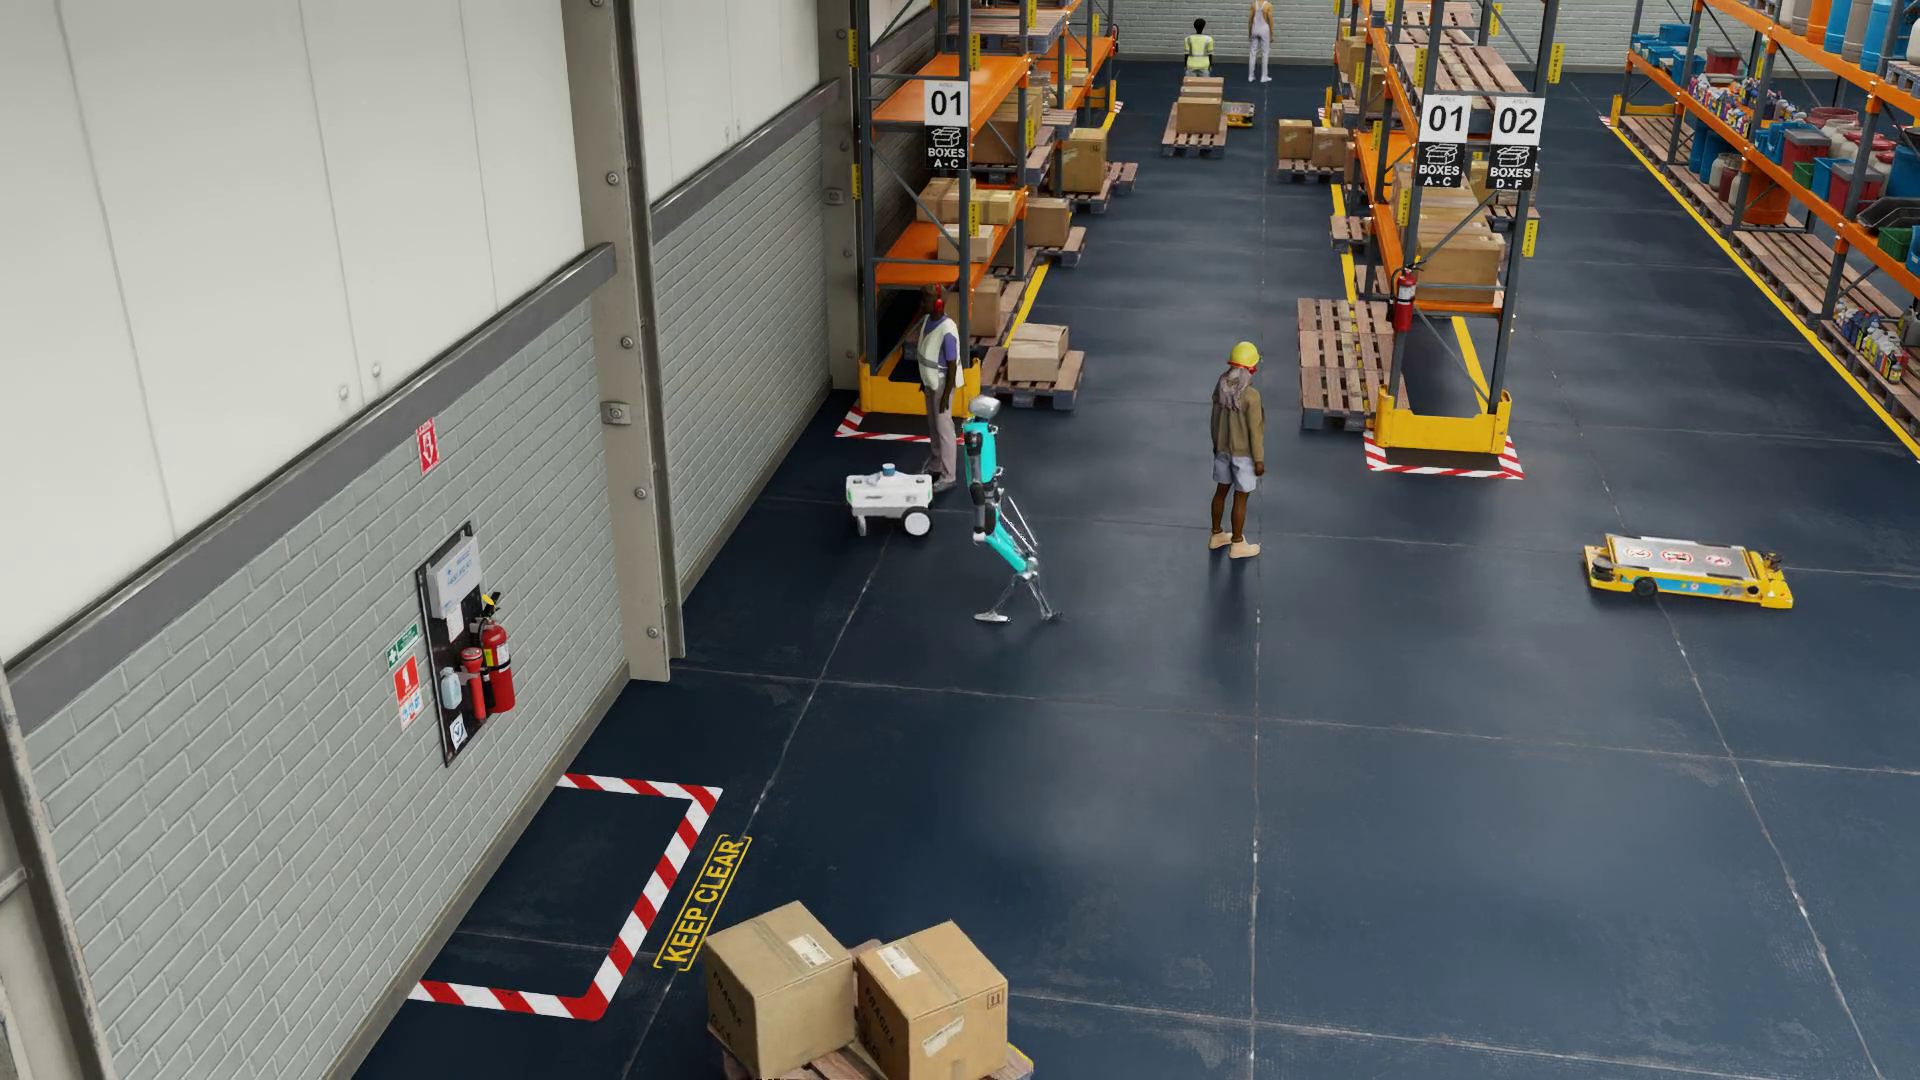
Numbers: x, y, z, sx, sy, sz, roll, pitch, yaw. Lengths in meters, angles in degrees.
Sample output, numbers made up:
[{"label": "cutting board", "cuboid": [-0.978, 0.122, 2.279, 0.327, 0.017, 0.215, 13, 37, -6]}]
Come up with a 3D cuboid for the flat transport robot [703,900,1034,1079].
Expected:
[{"label": "flat transport robot", "cuboid": [-0.400, 2.596, 7.800, 1.431, 0.231, 0.659, -19, 31, -35]}]

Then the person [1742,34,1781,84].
[{"label": "person", "cuboid": [15.773, -9.765, 32.545, 0.766, 1.724, 0.569, -17, 30, -33]}]

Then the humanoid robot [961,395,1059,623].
[{"label": "humanoid robot", "cuboid": [0.409, -0.128, 12.011, 0.799, 1.882, 0.543, 4, 25, 9]}]

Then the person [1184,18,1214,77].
[{"label": "person", "cuboid": [4.262, -8.472, 29.800, 0.534, 1.698, 0.318, 5, 25, 10]}]

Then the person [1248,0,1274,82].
[{"label": "person", "cuboid": [5.987, -10.041, 32.990, 0.555, 1.845, 0.427, 17, 30, 32]}]

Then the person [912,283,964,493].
[{"label": "person", "cuboid": [-0.177, -1.320, 14.319, 0.389, 1.847, 0.563, -9, 26, -18]}]

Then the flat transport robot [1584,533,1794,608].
[{"label": "flat transport robot", "cuboid": [5.612, 0.235, 12.854, 1.431, 0.231, 0.659, 6, 26, 13]}]

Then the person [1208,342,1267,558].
[{"label": "person", "cuboid": [2.162, -0.706, 13.097, 0.398, 1.765, 0.552, -16, 30, -31]}]

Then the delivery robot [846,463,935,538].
[{"label": "delivery robot", "cuboid": [-0.557, -0.340, 13.745, 0.764, 0.593, 0.505, 0, 25, -1]}]

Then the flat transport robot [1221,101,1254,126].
[{"label": "flat transport robot", "cuboid": [4.884, -7.561, 29.541, 0.659, 0.231, 1.431, 4, 25, 9]}]
